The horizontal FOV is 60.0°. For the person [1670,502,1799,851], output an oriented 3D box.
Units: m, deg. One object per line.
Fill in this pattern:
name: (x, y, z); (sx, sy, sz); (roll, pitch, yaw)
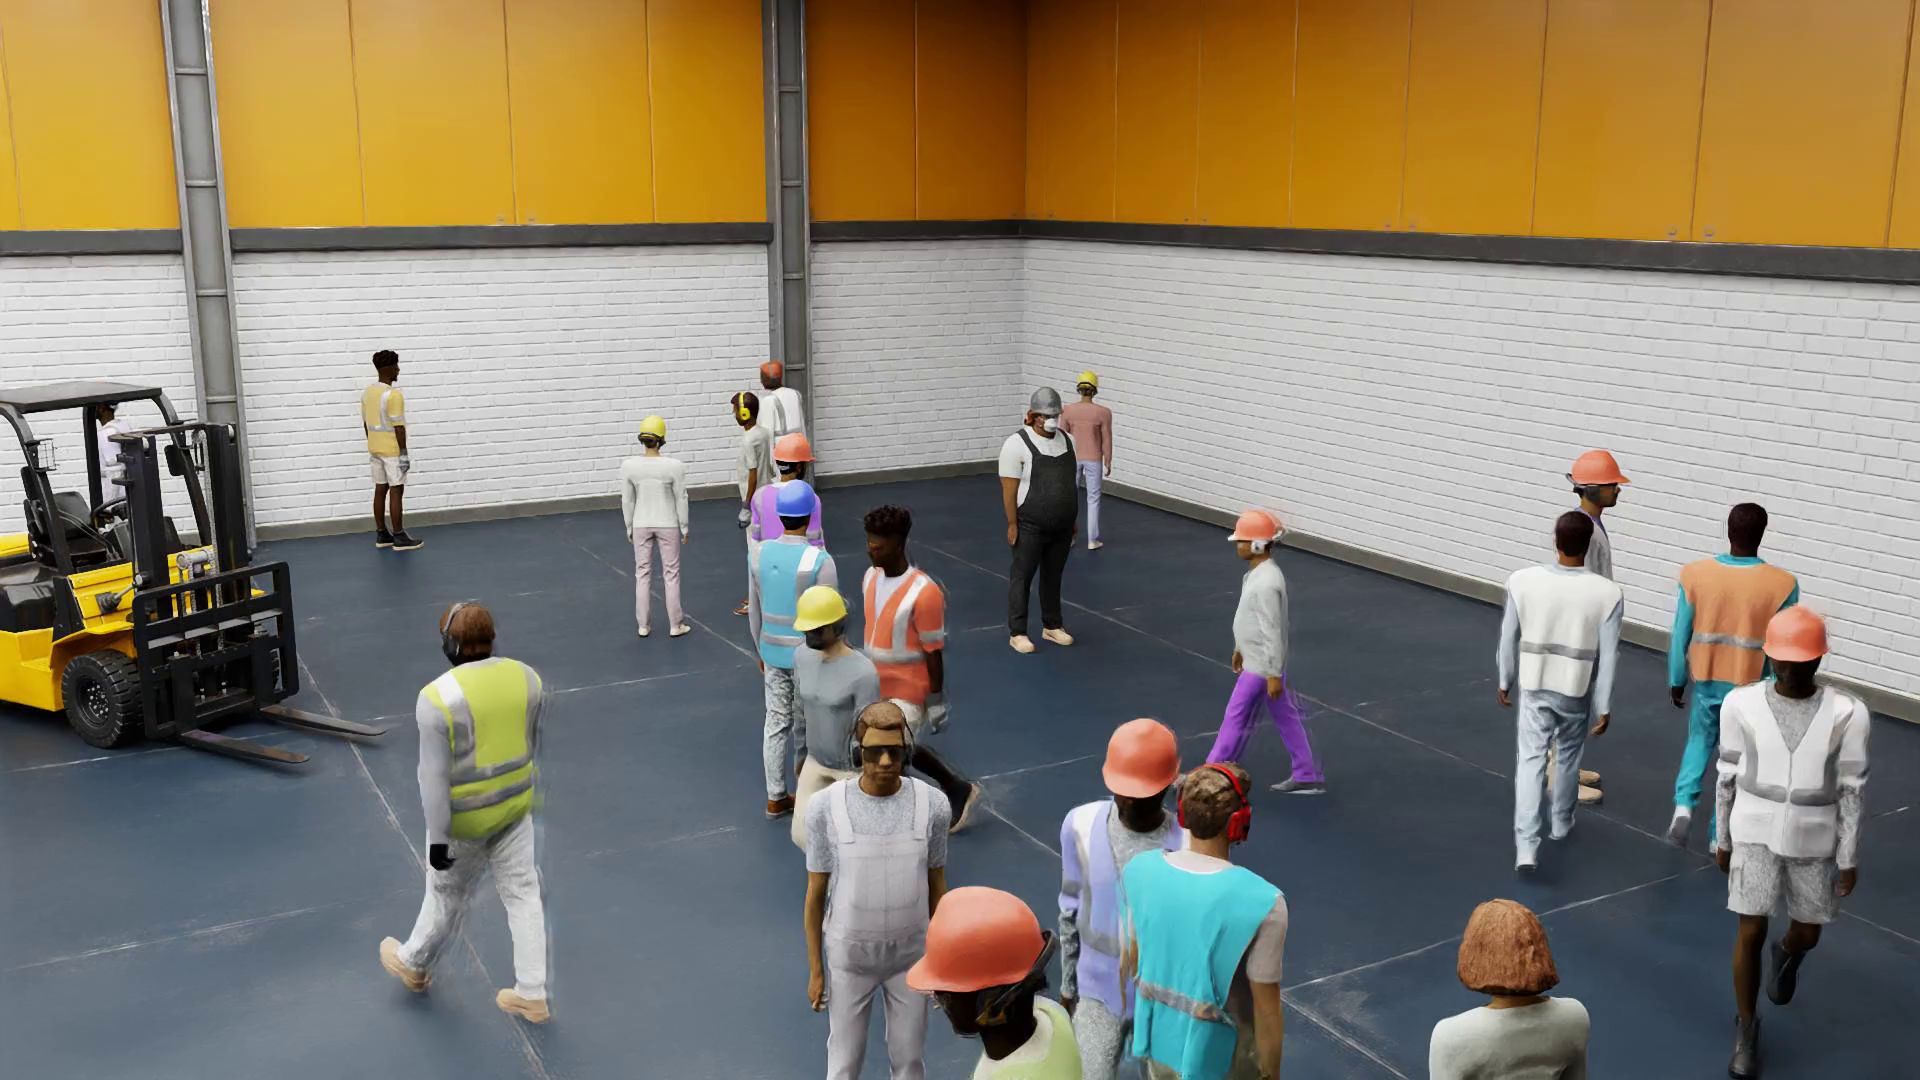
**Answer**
person: (4.074, 0.746, 8.810); (0.592, 1.901, 0.484); (10, 15, 38)

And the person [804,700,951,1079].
person: (-0.273, 1.438, 5.683); (0.508, 1.847, 0.345); (-3, 12, -12)

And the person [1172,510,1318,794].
person: (1.691, 0.666, 9.629); (0.903, 1.698, 0.593); (2, 12, 8)

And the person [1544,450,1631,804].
person: (3.623, 0.490, 9.651); (0.370, 2.048, 0.607); (4, 13, 20)

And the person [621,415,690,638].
person: (-2.386, -0.100, 13.081); (0.525, 1.769, 0.309); (1, 12, 3)

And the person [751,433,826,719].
person: (-1.103, 0.257, 11.011); (0.552, 1.933, 0.383); (7, 14, 30)

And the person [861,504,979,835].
person: (-0.256, 0.739, 8.754); (0.933, 1.928, 0.596); (-9, 15, -36)

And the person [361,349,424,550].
person: (-5.590, -0.883, 16.274); (0.608, 1.966, 0.370); (10, 15, 38)

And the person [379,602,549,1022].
person: (-2.146, 1.137, 7.174); (0.938, 1.801, 0.646); (9, 15, 37)

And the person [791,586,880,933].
person: (-0.579, 1.052, 7.705); (0.553, 1.743, 0.411); (8, 14, 32)

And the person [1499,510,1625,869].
person: (3.132, 0.772, 8.744); (0.608, 1.877, 0.989); (5, 13, 24)

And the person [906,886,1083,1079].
person: (0.060, 1.750, 3.816); (0.449, 2.026, 0.623); (2, 12, 10)

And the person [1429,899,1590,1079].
person: (1.486, 1.780, 4.606); (0.505, 1.628, 0.278); (-4, 13, -17)

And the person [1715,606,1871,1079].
person: (3.351, 1.171, 6.764); (0.546, 1.921, 0.769); (6, 13, 26)

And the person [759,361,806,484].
person: (-1.709, -0.823, 16.227); (0.388, 1.867, 0.646); (7, 14, 28)

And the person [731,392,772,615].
person: (-1.724, -0.305, 13.810); (0.327, 1.865, 0.518); (2, 12, 7)

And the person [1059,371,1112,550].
person: (1.227, -0.775, 16.269); (0.532, 1.758, 0.345); (3, 12, 15)

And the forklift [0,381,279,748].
forklift: (-5.853, 0.085, 11.199); (2.313, 2.155, 1.214); (7, 14, 28)

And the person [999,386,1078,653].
person: (0.662, -0.165, 12.733); (0.684, 2.000, 0.536); (-8, 14, -33)

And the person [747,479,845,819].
person: (-0.896, 0.631, 9.212); (0.615, 1.950, 0.375); (8, 14, 33)

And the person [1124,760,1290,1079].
person: (0.765, 1.566, 5.113); (0.612, 1.825, 0.510); (10, 16, 40)

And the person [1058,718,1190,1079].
person: (0.526, 1.496, 5.258); (0.566, 1.906, 0.811); (5, 13, 21)
